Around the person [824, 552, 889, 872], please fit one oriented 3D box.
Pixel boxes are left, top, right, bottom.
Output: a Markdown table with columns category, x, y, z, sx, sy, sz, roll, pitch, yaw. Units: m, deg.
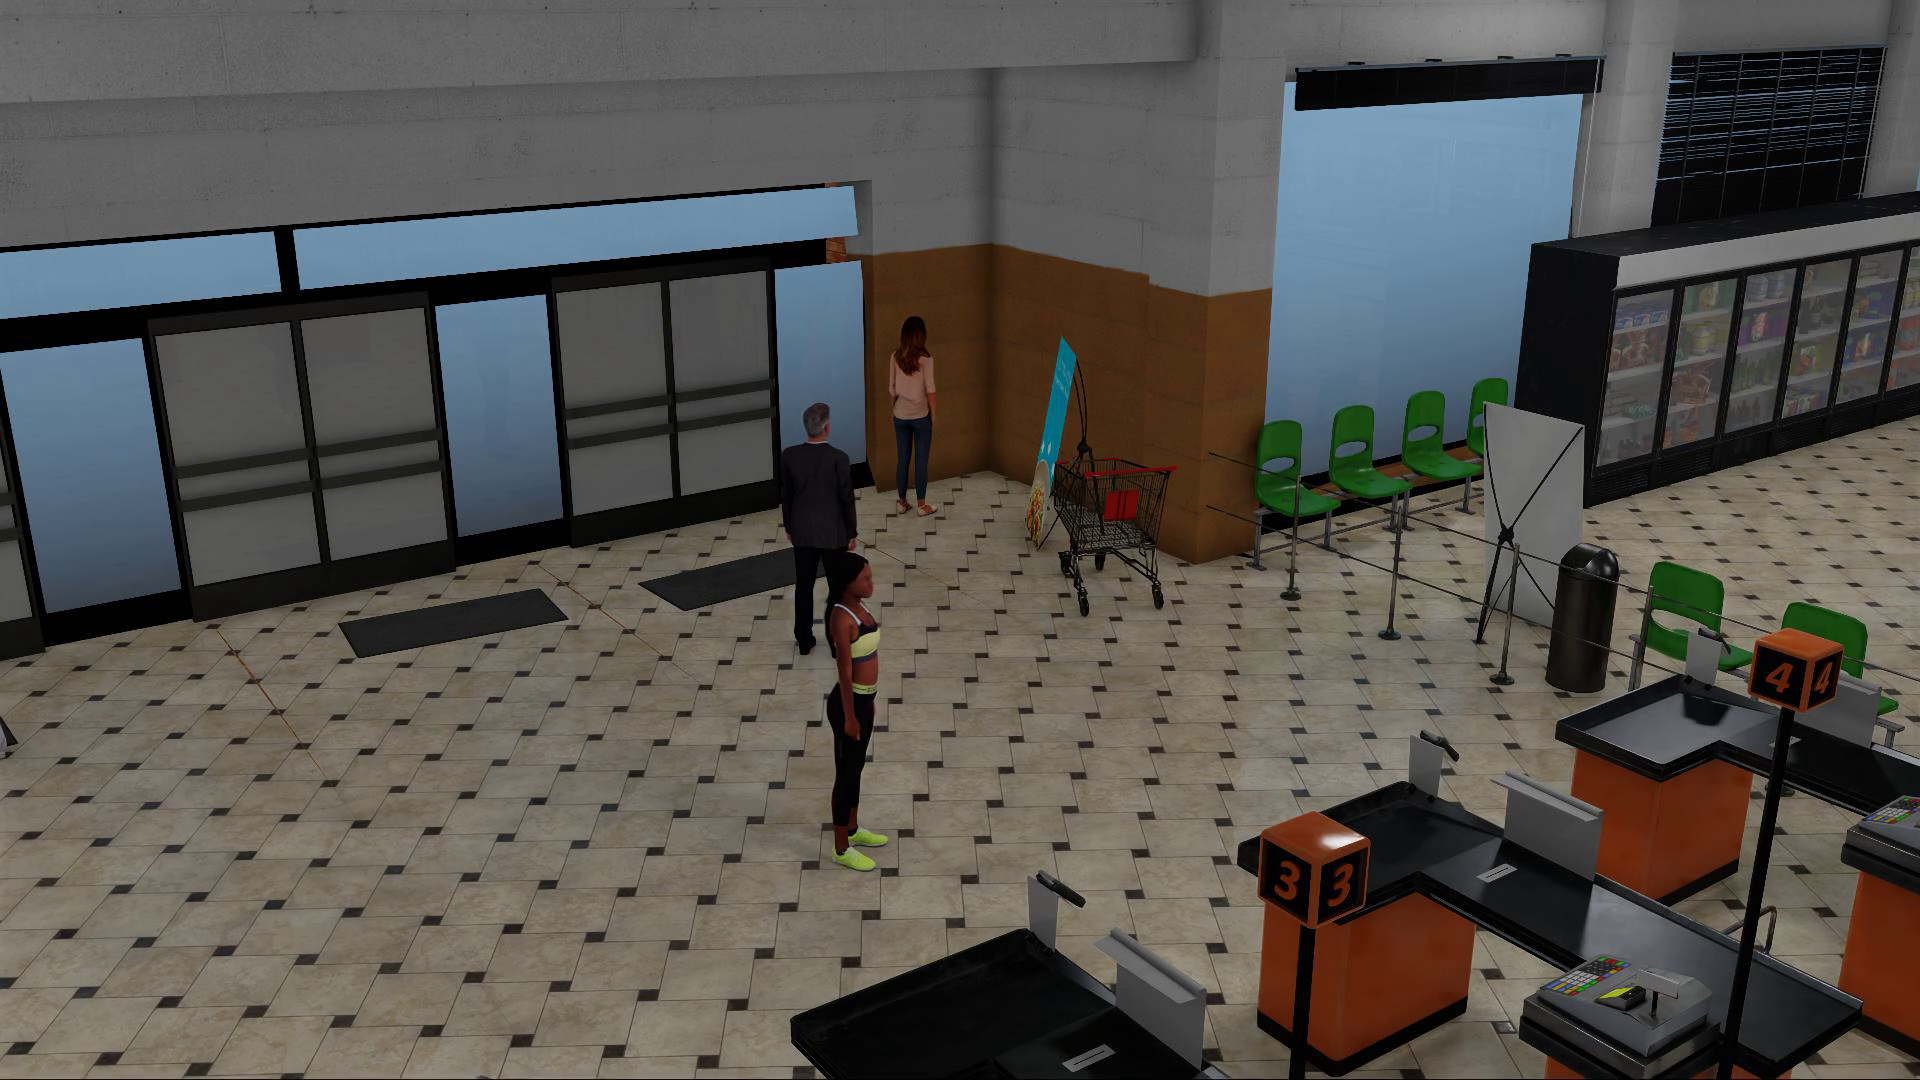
| category | x | y | z | sx | sy | sz | roll | pitch | yaw |
| --- | --- | --- | --- | --- | --- | --- | --- | --- | --- |
| person | -0.588 | 0.899 | 8.928 | 0.696 | 1.755 | 0.640 | 4 | 19 | 11 |

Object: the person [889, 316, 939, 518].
| category | x | y | z | sx | sy | sz | roll | pitch | yaw |
| --- | --- | --- | --- | --- | --- | --- | --- | --- | --- |
| person | -0.425 | -1.103 | 14.812 | 0.620 | 1.790 | 0.734 | 9 | 20 | 24 |

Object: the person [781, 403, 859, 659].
| category | x | y | z | sx | sy | sz | roll | pitch | yaw |
| --- | --- | --- | --- | --- | --- | --- | --- | --- | --- |
| person | -0.978 | -0.071 | 11.670 | 0.775 | 1.842 | 0.863 | 5 | 19 | 15 |
